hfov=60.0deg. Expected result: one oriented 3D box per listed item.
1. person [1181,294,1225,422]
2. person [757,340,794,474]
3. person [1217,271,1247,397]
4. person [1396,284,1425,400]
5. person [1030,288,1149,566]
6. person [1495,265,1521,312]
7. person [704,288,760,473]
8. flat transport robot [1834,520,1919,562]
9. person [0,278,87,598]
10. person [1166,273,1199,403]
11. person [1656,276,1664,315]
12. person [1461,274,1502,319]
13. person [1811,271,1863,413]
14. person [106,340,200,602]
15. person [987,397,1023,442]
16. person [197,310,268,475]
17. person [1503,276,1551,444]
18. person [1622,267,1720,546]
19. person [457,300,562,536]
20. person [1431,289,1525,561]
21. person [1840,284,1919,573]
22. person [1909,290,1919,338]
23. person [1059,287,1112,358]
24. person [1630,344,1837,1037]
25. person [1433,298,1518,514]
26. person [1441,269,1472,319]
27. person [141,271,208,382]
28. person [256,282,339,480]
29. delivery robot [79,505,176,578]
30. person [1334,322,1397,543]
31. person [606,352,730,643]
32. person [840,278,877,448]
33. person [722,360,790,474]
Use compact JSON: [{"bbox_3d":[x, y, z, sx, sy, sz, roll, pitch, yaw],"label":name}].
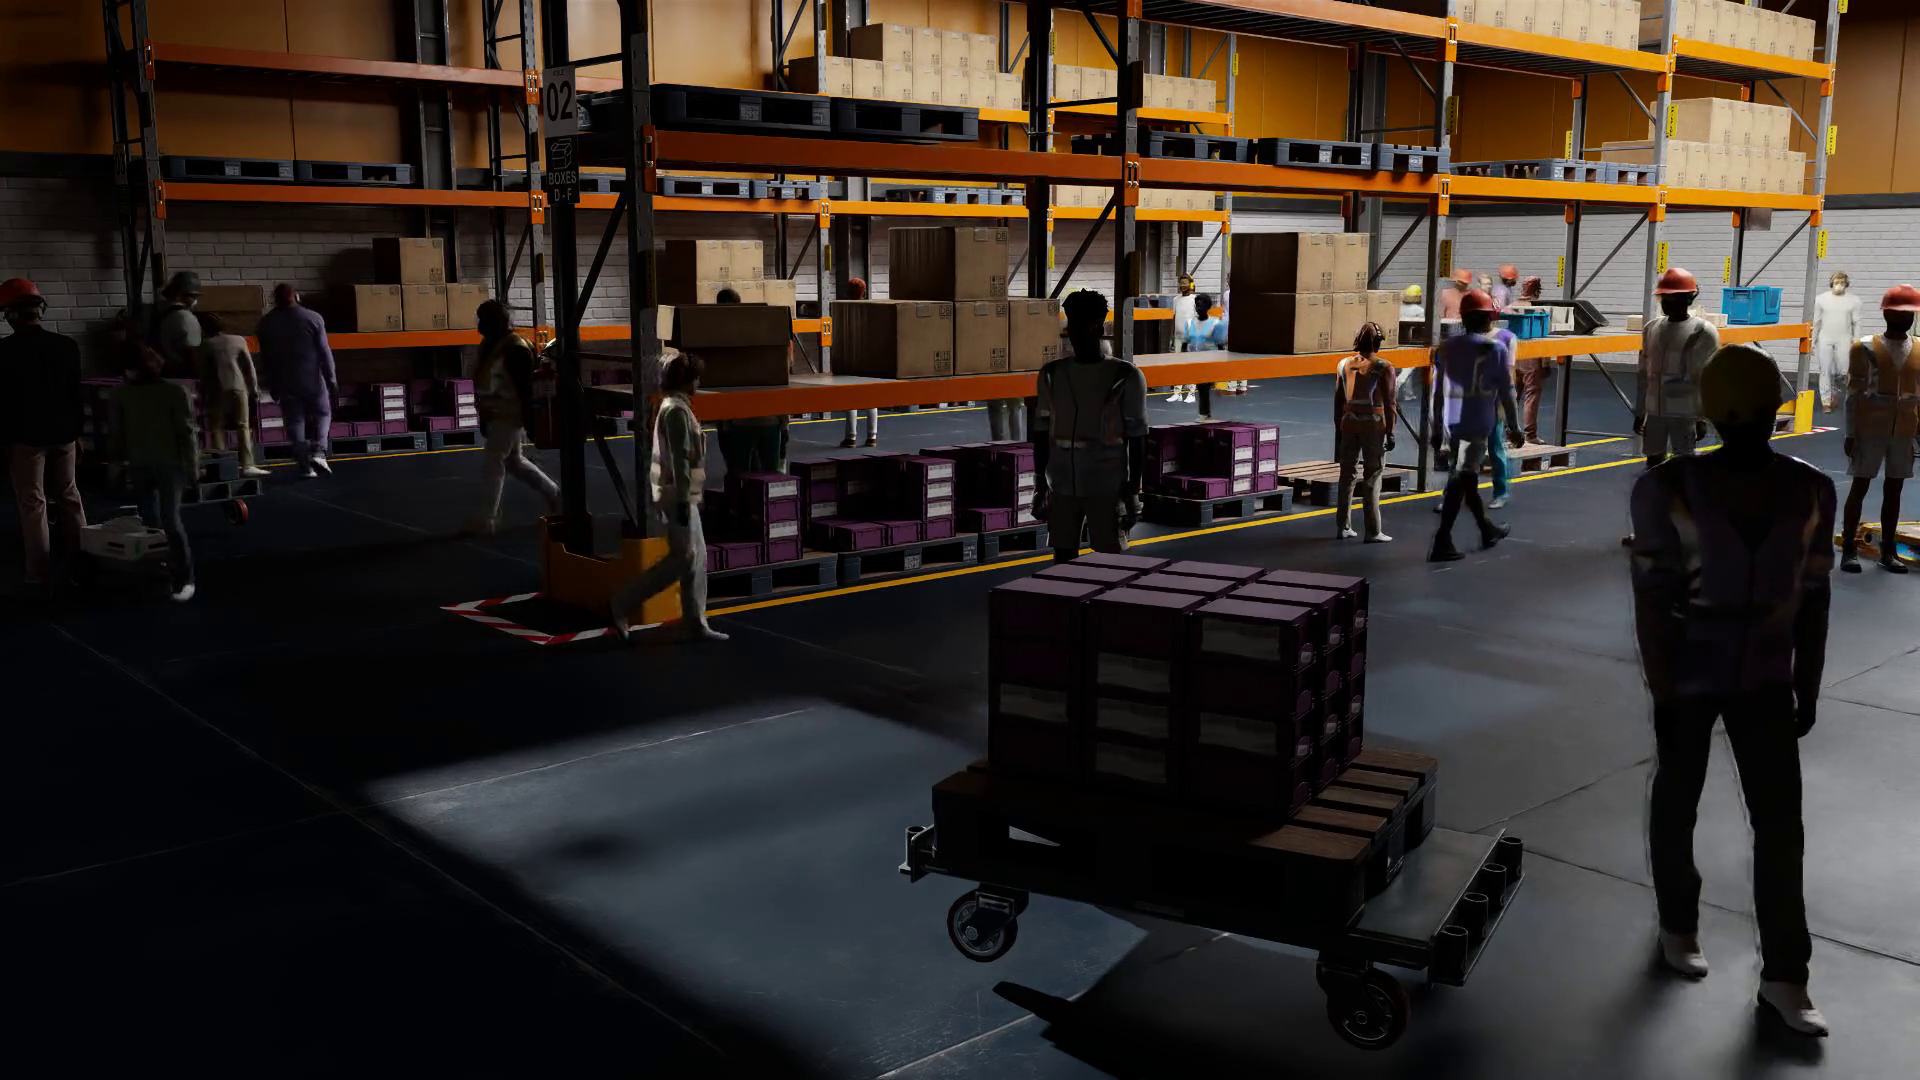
[{"bbox_3d":[2.899,-2.150,20.222,0.545,1.652,0.868,8,13,39],"label":"person"},{"bbox_3d":[-1.840,-1.393,15.808,0.542,1.661,0.831,-1,10,-6],"label":"person"},{"bbox_3d":[4.177,-3.138,25.235,0.361,1.932,0.630,9,13,42],"label":"person"},{"bbox_3d":[6.537,-2.882,24.364,0.742,1.715,0.489,-9,13,-41],"label":"person"},{"bbox_3d":[0.634,-0.278,8.386,0.613,1.965,0.361,5,11,27],"label":"person"},{"bbox_3d":[8.594,-3.359,26.343,0.524,1.992,0.658,5,11,26],"label":"person"},{"bbox_3d":[-1.845,-1.166,13.887,0.595,1.874,0.776,1,10,7],"label":"person"},{"bbox_3d":[6.778,0.055,11.392,0.652,0.197,1.431,-2,10,-11],"label":"flat transport robot"},{"bbox_3d":[-5.761,-0.632,10.389,0.386,1.989,0.608,5,11,26],"label":"person"},{"bbox_3d":[3.260,-2.931,24.182,0.531,1.876,0.322,8,13,41],"label":"person"},{"bbox_3d":[11.187,-3.328,26.700,0.778,1.801,0.629,0,10,-3],"label":"person"},{"bbox_3d":[7.586,-2.914,24.141,0.675,1.849,1.008,-2,10,-9],"label":"person"},{"bbox_3d":[11.892,-2.691,22.641,0.632,1.924,0.499,4,10,22],"label":"person"},{"bbox_3d":[-4.989,-0.412,10.238,0.511,1.611,0.563,1,10,3],"label":"person"},{"bbox_3d":[0.444,-1.706,17.275,0.664,1.783,0.609,1,10,8],"label":"person"},{"bbox_3d":[-7.047,-1.413,16.073,0.618,1.610,0.295,-5,11,-29],"label":"person"},{"bbox_3d":[6.427,-2.024,18.824,0.401,1.899,0.636,-6,11,-32],"label":"person"},{"bbox_3d":[5.119,-0.932,11.988,0.396,2.042,0.610,-6,11,-30],"label":"person"},{"bbox_3d":[-3.458,-0.957,12.850,0.912,1.798,0.628,-7,12,-37],"label":"person"},{"bbox_3d":[3.668,-0.816,11.754,1.007,1.878,0.558,-7,12,-34],"label":"person"},{"bbox_3d":[6.224,-0.740,11.164,0.543,1.941,0.357,1,10,8],"label":"person"},{"bbox_3d":[14.331,-3.044,24.494,0.396,1.992,0.622,-8,12,-39],"label":"person"},{"bbox_3d":[1.391,-1.914,18.527,0.946,1.788,0.585,-8,13,-41],"label":"person"},{"bbox_3d":[2.175,0.401,4.657,0.600,1.875,0.889,1,10,4],"label":"person"},{"bbox_3d":[4.328,-1.128,13.831,0.574,1.809,0.839,9,13,44],"label":"person"},{"bbox_3d":[7.835,-3.321,26.334,0.627,1.926,1.029,1,10,4],"label":"person"},{"bbox_3d":[-7.375,-1.550,15.614,0.738,2.000,0.638,6,11,32],"label":"person"},{"bbox_3d":[-6.285,-1.506,15.855,0.728,1.870,0.422,-1,10,-3],"label":"person"},{"bbox_3d":[-5.207,0.026,10.456,0.707,0.478,0.477,6,12,34],"label":"delivery robot"},{"bbox_3d":[3.011,-0.796,12.375,0.309,1.639,0.522,-8,13,-40],"label":"person"},{"bbox_3d":[-1.602,-0.220,9.071,0.590,1.609,0.537,-2,10,-9],"label":"person"},{"bbox_3d":[-1.131,-1.960,18.472,0.577,1.884,0.353,-4,11,-24],"label":"person"},{"bbox_3d":[-1.510,-0.849,12.321,0.526,1.765,0.329,1,10,3],"label":"person"}]
